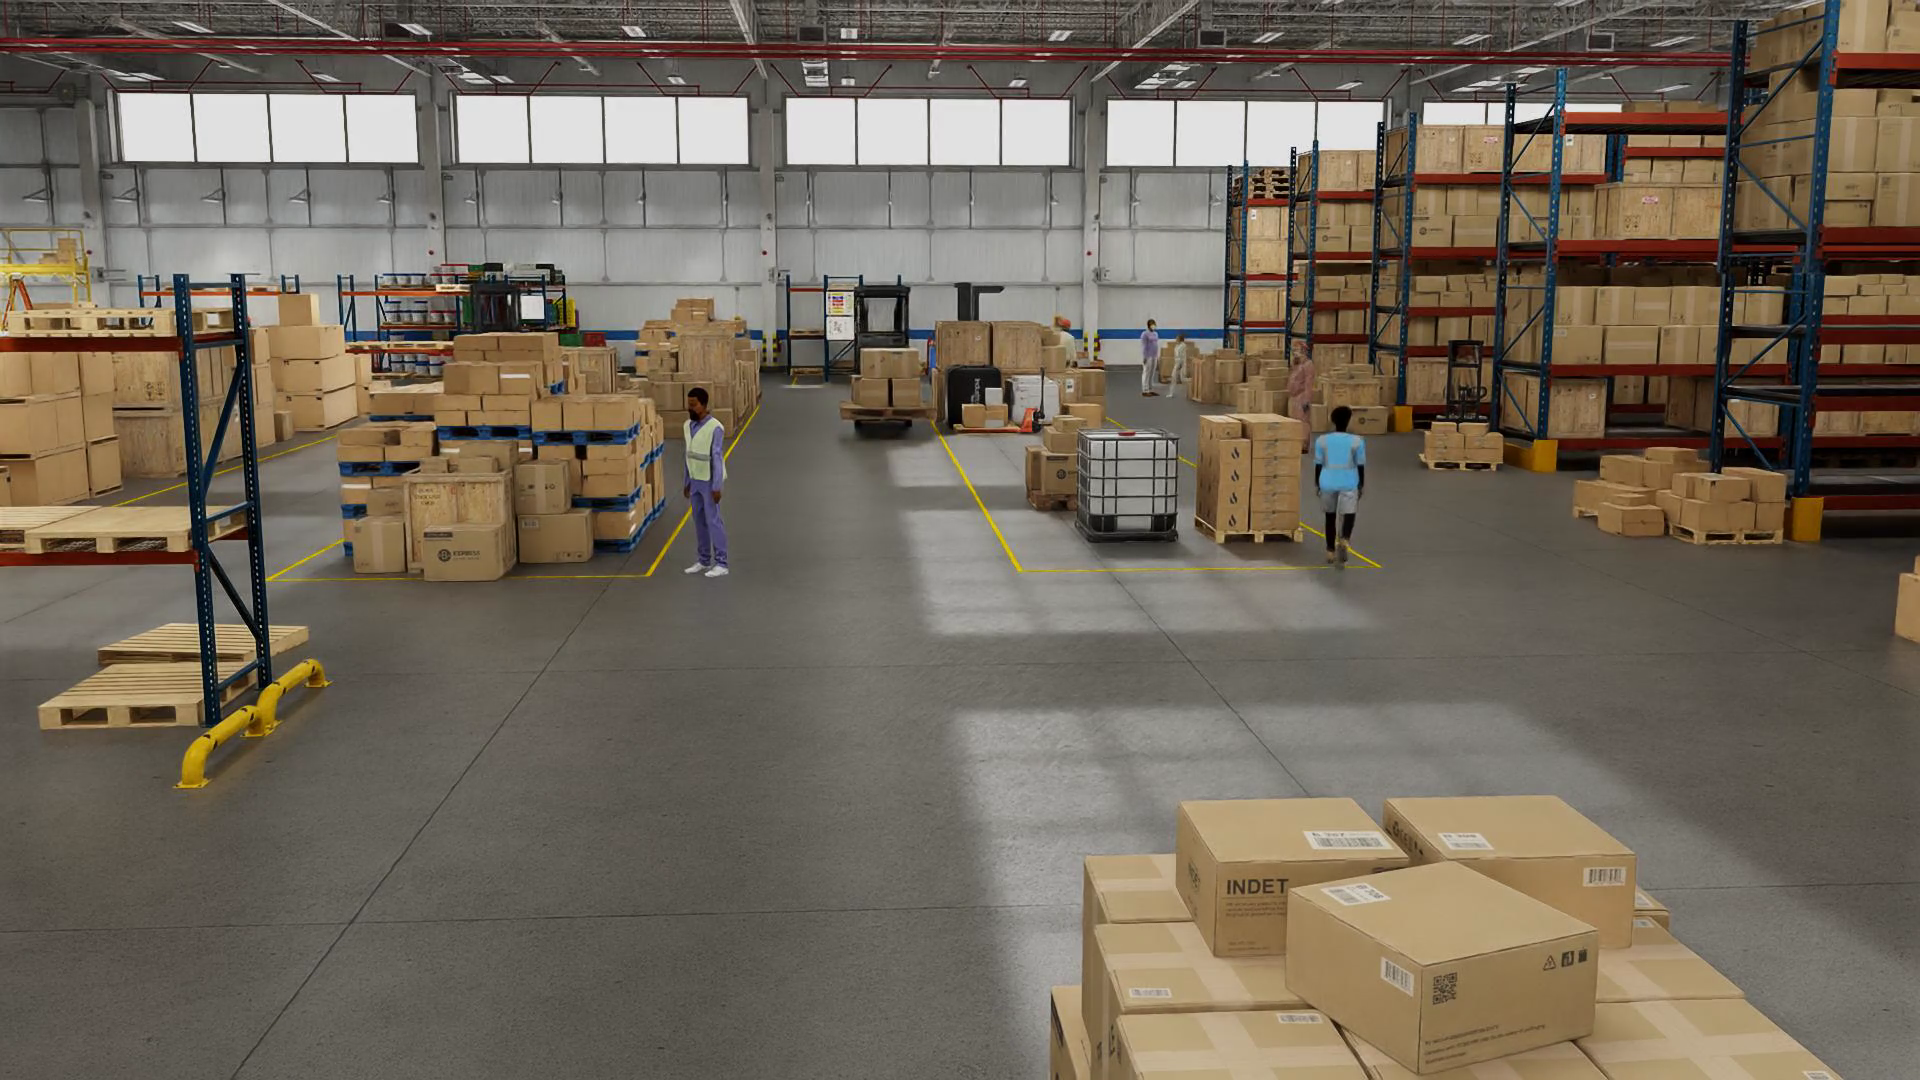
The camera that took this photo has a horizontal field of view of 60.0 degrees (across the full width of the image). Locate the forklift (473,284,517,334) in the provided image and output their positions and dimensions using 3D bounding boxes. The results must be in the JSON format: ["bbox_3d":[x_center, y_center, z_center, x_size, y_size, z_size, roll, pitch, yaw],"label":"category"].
[{"bbox_3d":[-10.309,-4.309,37.087,1.129,2.768,1.873,-2,9,-14],"label":"forklift"}]

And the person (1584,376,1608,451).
[{"bbox_3d":[10.892,-2.486,28.550,0.429,1.945,0.629,-2,9,-15],"label":"person"}]

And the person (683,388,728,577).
[{"bbox_3d":[-2.562,-0.583,16.755,0.390,1.909,0.588,-8,12,-43],"label":"person"}]

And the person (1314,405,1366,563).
[{"bbox_3d":[3.943,-0.562,17.318,0.537,1.686,0.520,3,10,18],"label":"person"}]

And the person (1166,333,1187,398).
[{"bbox_3d":[5.474,-4.312,41.063,0.698,1.615,0.520,-3,10,-20],"label":"person"}]

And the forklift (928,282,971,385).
[{"bbox_3d":[0.092,-5.570,45.005,1.873,2.768,1.129,-1,9,-4],"label":"forklift"}]

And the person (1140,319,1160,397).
[{"bbox_3d":[4.755,-4.537,41.505,0.388,1.938,0.636,8,12,40],"label":"person"}]

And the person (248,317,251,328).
[{"bbox_3d":[-19.784,-5.280,46.253,0.556,1.907,0.914,-2,9,-11],"label":"person"}]

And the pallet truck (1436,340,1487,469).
[{"bbox_3d":[8.004,-2.170,26.422,0.823,1.965,1.885,2,9,14],"label":"pallet truck"}]

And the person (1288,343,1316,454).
[{"bbox_3d":[5.726,-2.380,28.153,0.402,1.885,0.751,-2,9,-9],"label":"person"}]

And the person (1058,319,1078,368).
[{"bbox_3d":[2.584,-4.386,40.497,0.657,1.939,1.002,8,12,42],"label":"person"}]

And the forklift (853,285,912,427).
[{"bbox_3d":[-1.585,-3.720,33.390,1.129,2.768,1.873,-1,9,-5],"label":"forklift"}]
